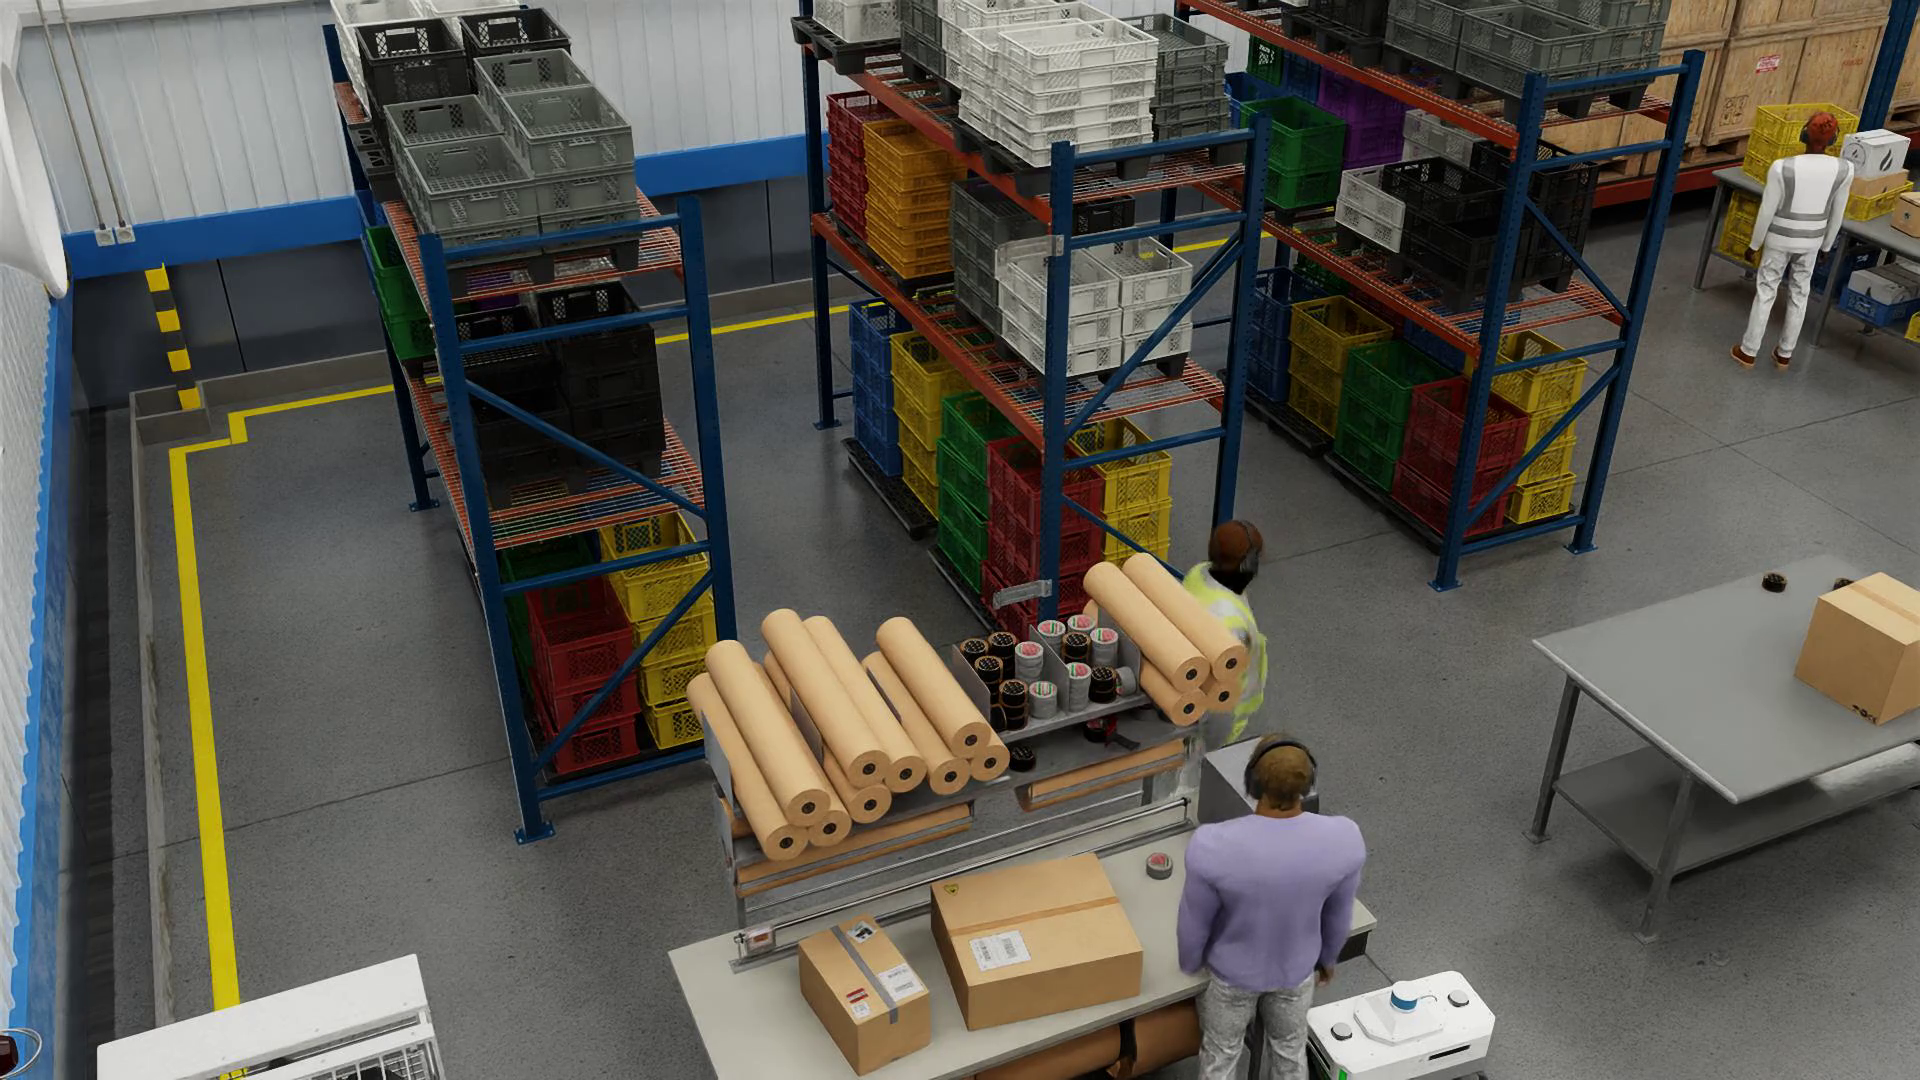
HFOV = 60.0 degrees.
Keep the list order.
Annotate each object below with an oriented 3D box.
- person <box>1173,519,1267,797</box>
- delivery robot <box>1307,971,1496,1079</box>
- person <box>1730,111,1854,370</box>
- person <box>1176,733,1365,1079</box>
[{"bbox_3d":[1.087,0.751,7.277,0.461,1.812,0.662,0,32,-1],"label":"person"},{"bbox_3d":[1.702,1.921,6.469,0.707,0.478,0.477,-10,33,-16],"label":"delivery robot"},{"bbox_3d":[5.924,-2.113,11.849,0.573,1.883,0.353,4,32,7],"label":"person"},{"bbox_3d":[1.069,1.502,5.939,0.629,1.930,0.370,-3,32,-6],"label":"person"}]
